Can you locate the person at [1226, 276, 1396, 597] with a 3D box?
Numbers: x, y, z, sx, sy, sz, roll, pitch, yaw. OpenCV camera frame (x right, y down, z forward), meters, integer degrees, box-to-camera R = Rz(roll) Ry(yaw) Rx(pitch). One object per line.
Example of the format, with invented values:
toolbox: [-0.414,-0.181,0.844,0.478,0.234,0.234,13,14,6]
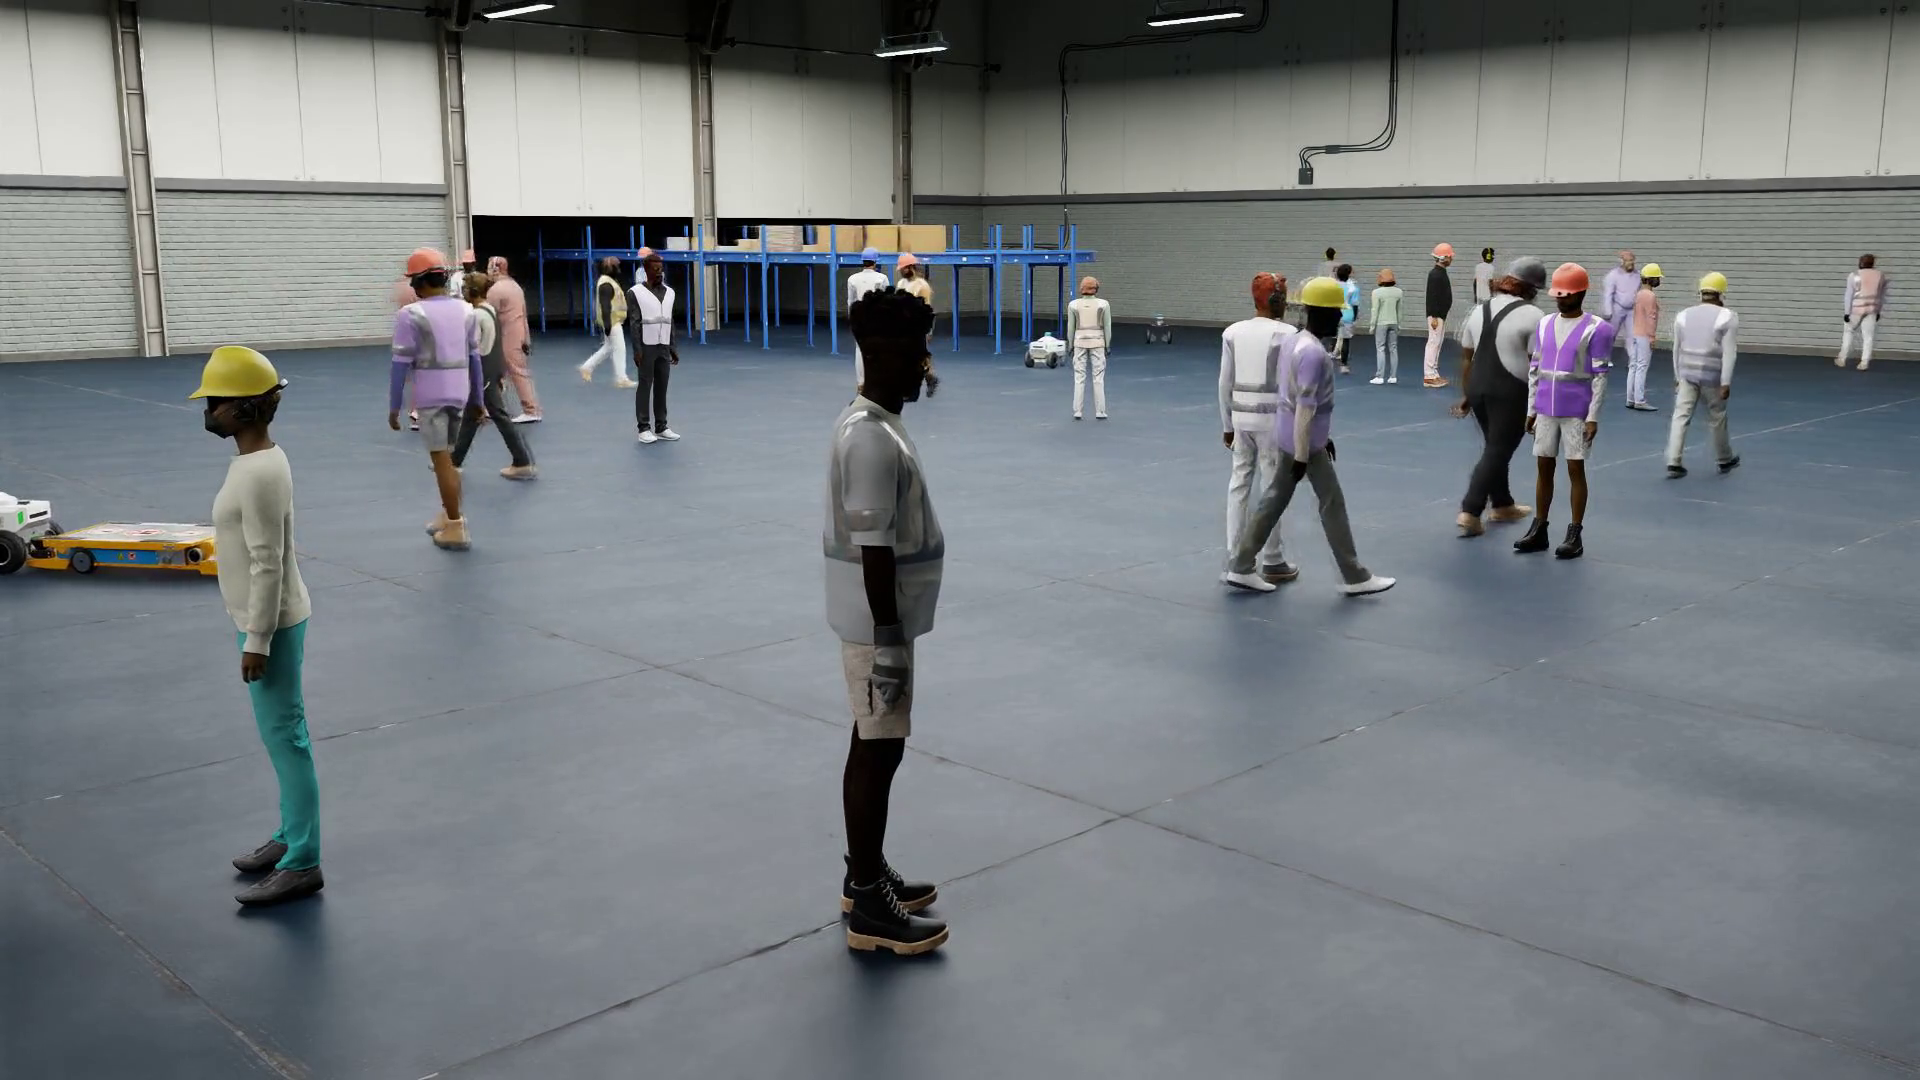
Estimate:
person: [2.046,-0.599,9.750,0.986,1.877,0.608,0,10,0]

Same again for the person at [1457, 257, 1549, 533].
person: [3.895,-1.069,11.976,0.947,2.000,0.699,-4,11,-23]

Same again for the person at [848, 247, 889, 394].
person: [-1.198,-2.914,22.170,0.602,1.949,0.387,3,11,17]

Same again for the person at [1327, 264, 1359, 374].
person: [5.799,-3.362,25.333,0.542,1.679,0.475,6,12,28]

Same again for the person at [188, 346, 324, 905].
person: [-2.242,0.267,5.325,0.310,1.769,0.525,-4,11,-23]

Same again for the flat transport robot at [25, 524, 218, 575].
flat transport robot: [-5.172,0.044,10.733,1.431,0.197,0.652,2,11,9]

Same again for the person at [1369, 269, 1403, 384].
person: [6.083,-3.052,23.785,0.501,1.631,0.287,-3,11,-18]

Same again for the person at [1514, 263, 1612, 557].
person: [3.995,-0.862,11.029,0.366,1.931,0.542,-9,14,-40]

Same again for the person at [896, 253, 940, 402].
person: [-0.562,-2.754,21.472,0.861,1.900,0.541,-10,14,-42]

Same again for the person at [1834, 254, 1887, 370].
person: [14.334,-3.631,26.482,0.647,1.795,0.933,1,10,5]

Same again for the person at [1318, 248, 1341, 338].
person: [7.673,-5.135,34.616,0.547,1.852,0.622,1,10,8]

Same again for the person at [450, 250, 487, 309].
person: [-7.618,-3.550,25.839,0.557,1.889,1.002,0,10,-2]

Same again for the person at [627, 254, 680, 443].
person: [-3.163,-1.983,17.177,0.392,1.920,0.592,8,13,36]

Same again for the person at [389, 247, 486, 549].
person: [-3.625,-0.968,11.351,0.721,2.020,0.647,7,13,35]

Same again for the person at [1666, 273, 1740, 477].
person: [6.573,-1.454,14.666,0.939,1.778,0.615,-8,13,-39]

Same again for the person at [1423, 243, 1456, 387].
person: [6.737,-3.159,23.377,0.390,1.992,0.624,5,12,27]

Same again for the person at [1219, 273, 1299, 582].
person: [1.862,-0.698,10.263,0.577,1.881,0.349,10,14,44]

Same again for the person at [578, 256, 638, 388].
person: [-4.928,-3.032,23.152,0.750,1.823,0.626,-2,11,-9]

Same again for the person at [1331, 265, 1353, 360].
person: [6.354,-3.847,28.158,0.792,1.602,0.544,-7,13,-35]

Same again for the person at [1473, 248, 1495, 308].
person: [10.127,-4.696,32.114,0.323,1.865,0.518,-4,11,-23]

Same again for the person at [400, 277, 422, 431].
person: [-5.784,-2.117,17.953,0.419,1.898,0.695,-9,14,-40]

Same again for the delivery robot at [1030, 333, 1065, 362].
delivery robot: [1.420,-3.115,26.927,0.477,0.478,0.707,6,12,29]

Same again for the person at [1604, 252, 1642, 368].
person: [10.552,-3.654,26.478,0.664,1.857,1.013,-1,10,-6]

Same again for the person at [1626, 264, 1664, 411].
person: [8.329,-2.462,20.202,0.315,1.770,0.524,0,10,2]

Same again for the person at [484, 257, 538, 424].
person: [-5.231,-2.255,18.823,0.963,1.863,0.665,1,10,3]

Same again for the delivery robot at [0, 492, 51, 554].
delivery robot: [-6.256,-0.139,10.698,0.707,0.478,0.477,1,11,6]

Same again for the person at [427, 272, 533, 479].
person: [-4.194,-1.430,14.505,0.955,1.794,0.527,0,10,0]

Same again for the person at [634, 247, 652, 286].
person: [-5.303,-3.973,28.054,0.557,1.914,0.641,8,13,39]

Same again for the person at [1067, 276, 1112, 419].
person: [1.492,-2.213,19.194,0.513,1.640,0.309,2,11,12]

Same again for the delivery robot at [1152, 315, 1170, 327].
delivery robot: [3.987,-4.368,33.051,0.335,0.223,0.698,2,11,12]

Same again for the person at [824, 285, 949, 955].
person: [-0.225,0.229,4.982,0.361,1.963,0.614,-1,10,-5]
